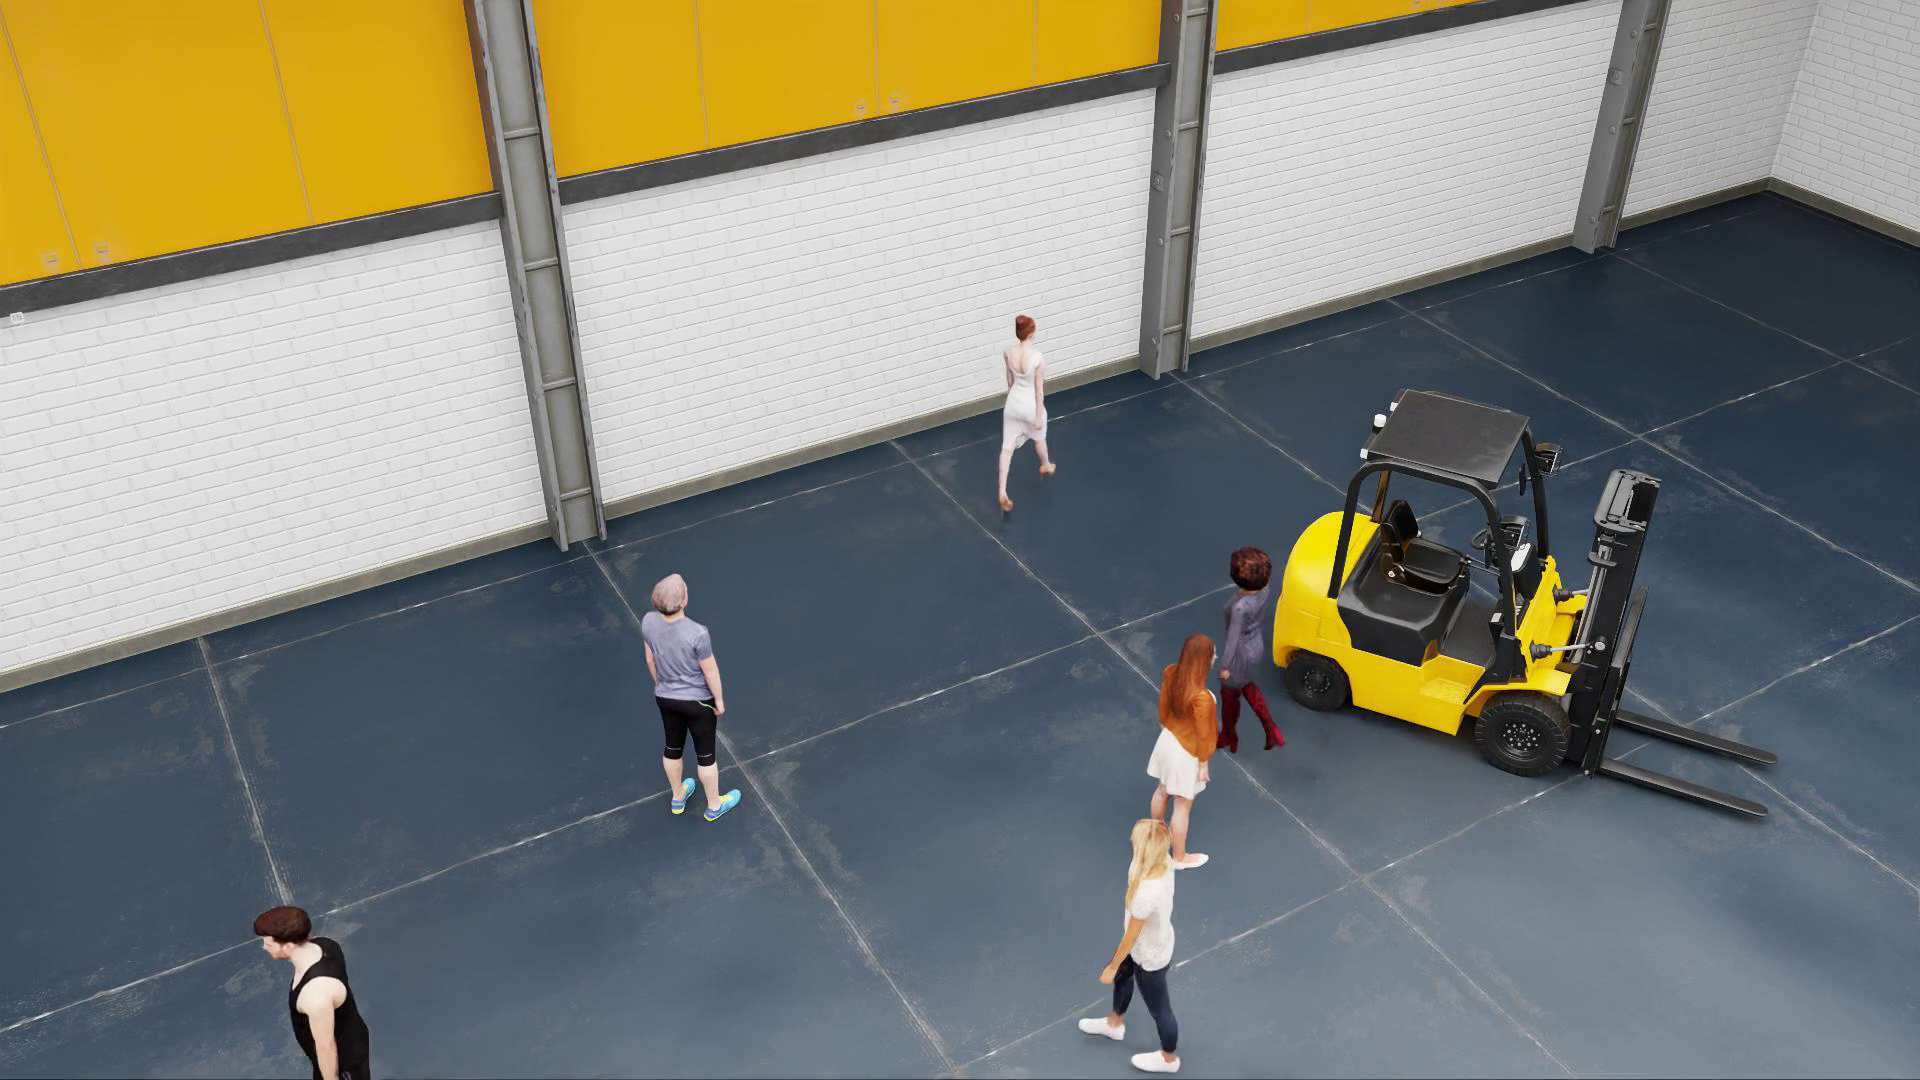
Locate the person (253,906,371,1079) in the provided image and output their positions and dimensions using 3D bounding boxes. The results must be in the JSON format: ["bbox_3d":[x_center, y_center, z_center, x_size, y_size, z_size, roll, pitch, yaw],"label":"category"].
[{"bbox_3d":[-3.047,2.543,8.362,1.016,1.872,0.770,-16,37,-23],"label":"person"}]

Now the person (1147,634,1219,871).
[{"bbox_3d":[1.374,1.311,10.356,0.563,1.717,0.609,-17,37,-23],"label":"person"}]

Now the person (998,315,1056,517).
[{"bbox_3d":[0.461,-1.010,13.825,0.889,1.742,1.151,22,39,29],"label":"person"}]

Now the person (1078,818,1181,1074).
[{"bbox_3d":[1.117,2.227,8.914,0.950,1.788,0.877,5,34,8],"label":"person"}]

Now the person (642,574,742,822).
[{"bbox_3d":[-1.755,1.011,10.653,0.749,1.889,0.786,12,36,18],"label":"person"}]

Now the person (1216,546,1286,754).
[{"bbox_3d":[1.963,0.802,11.139,0.847,1.697,0.846,22,40,30],"label":"person"}]
